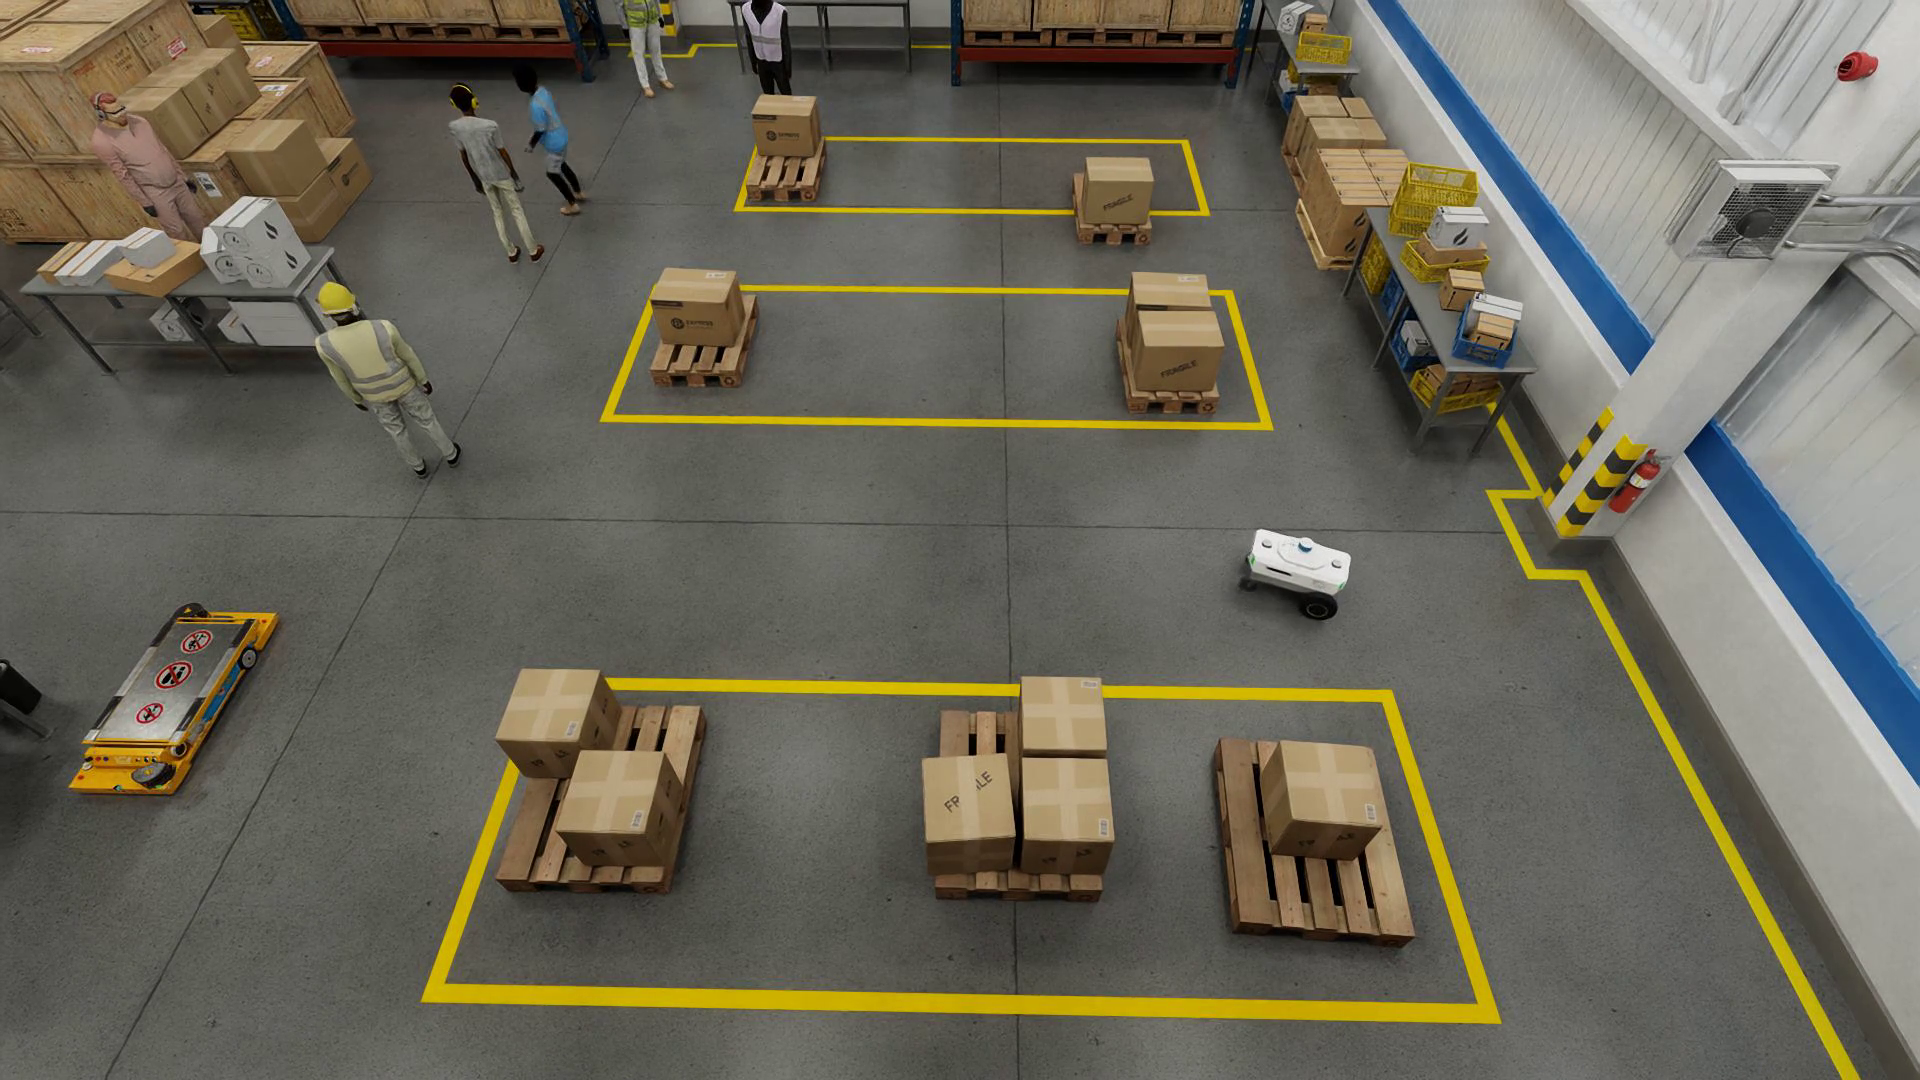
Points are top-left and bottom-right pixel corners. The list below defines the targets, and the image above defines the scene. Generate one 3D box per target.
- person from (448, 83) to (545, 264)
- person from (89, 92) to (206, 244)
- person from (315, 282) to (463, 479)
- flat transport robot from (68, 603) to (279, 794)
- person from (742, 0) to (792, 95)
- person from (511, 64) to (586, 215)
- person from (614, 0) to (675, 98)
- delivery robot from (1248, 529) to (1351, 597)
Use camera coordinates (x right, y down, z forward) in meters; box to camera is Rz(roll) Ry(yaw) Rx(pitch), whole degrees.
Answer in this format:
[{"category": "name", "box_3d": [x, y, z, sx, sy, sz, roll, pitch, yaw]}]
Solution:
[{"category": "person", "box_3d": [-4.818, -3.753, 9.498, 0.500, 1.857, 0.327, 0, 50, 0]}, {"category": "person", "box_3d": [-8.084, -3.568, 9.308, 0.410, 1.905, 0.640, 7, 50, 6]}, {"category": "person", "box_3d": [-4.620, -1.256, 7.397, 0.600, 1.827, 0.404, -22, 53, -17]}, {"category": "flat transport robot", "box_3d": [-5.504, 1.072, 6.442, 0.652, 0.197, 1.431, 1, 50, 1]}, {"category": "person", "box_3d": [-2.326, -5.910, 11.287, 0.581, 1.911, 0.396, 13, 51, 11]}, {"category": "person", "box_3d": [-4.587, -4.406, 10.165, 0.452, 1.668, 0.555, -11, 51, -9]}, {"category": "person", "box_3d": [-4.218, -6.897, 12.164, 0.429, 1.840, 0.634, 37, 59, 27]}, {"category": "delivery robot", "box_3d": [2.560, 0.171, 6.955, 0.707, 0.478, 0.477, 17, 52, 13]}]
